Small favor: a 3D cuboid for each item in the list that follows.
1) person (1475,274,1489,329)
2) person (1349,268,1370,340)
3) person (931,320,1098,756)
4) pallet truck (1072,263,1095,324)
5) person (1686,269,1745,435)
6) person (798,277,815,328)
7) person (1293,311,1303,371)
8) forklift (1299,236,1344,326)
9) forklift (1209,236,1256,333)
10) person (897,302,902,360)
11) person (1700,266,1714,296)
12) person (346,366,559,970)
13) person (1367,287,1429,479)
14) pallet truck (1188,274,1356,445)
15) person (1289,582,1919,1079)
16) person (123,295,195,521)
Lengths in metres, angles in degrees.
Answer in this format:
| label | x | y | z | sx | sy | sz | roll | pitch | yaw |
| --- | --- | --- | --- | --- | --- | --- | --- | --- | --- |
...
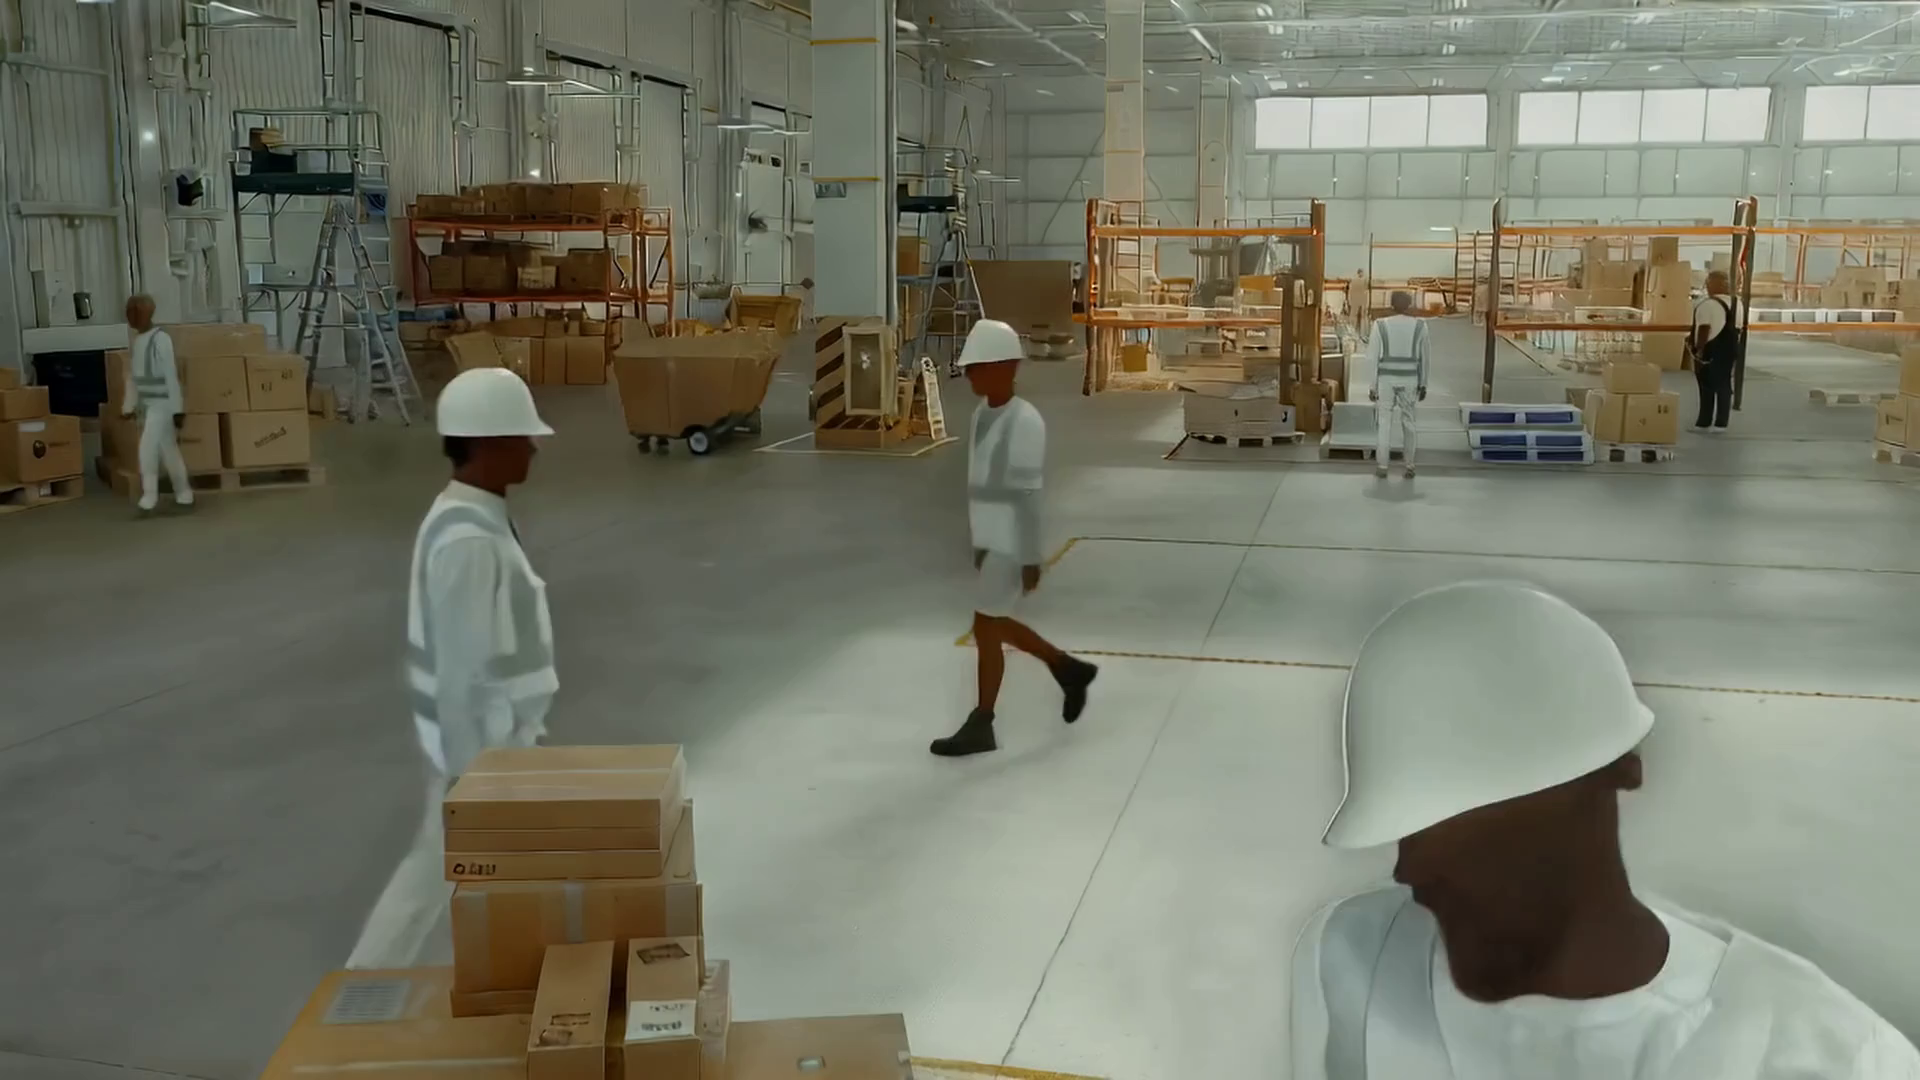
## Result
| label | x | y | z | sx | sy | sz | roll | pitch | yaw |
| --- | --- | --- | --- | --- | --- | --- | --- | --- | --- |
| person | 15.914 | -7.229 | 50.516 | 0.521 | 1.671 | 0.349 | 4 | 10 | 20 |
| person | 10.606 | -6.260 | 44.164 | 0.651 | 1.882 | 0.956 | -3 | 10 | -16 |
| person | 0.257 | -0.014 | 7.349 | 0.789 | 1.916 | 0.551 | -4 | 10 | -22 |
| pallet truck | 4.325 | -8.180 | 55.162 | 0.823 | 1.965 | 1.885 | 6 | 11 | 31 |
| person | 9.256 | -2.314 | 20.495 | 0.673 | 2.000 | 0.536 | -4 | 11 | -25 |
| person | -3.883 | -5.857 | 42.392 | 0.537 | 1.686 | 0.363 | 4 | 11 | 25 |
| person | 6.620 | -4.103 | 31.941 | 0.321 | 1.736 | 0.488 | 6 | 11 | 31 |
| forklift | 10.809 | -7.963 | 51.288 | 1.873 | 2.768 | 1.129 | -4 | 10 | -20 |
| forklift | 7.492 | -7.258 | 47.139 | 1.873 | 2.768 | 1.129 | -9 | 13 | -44 |
| person | -1.089 | -2.668 | 22.930 | 0.591 | 1.921 | 0.384 | -4 | 10 | -21 |
| person | 22.812 | -7.403 | 50.815 | 0.363 | 1.929 | 0.628 | 5 | 11 | 29 |
| person | -1.283 | 0.488 | 4.418 | 0.979 | 1.904 | 0.619 | -3 | 10 | -16 |
| person | 4.318 | -1.540 | 16.401 | 0.585 | 1.882 | 0.337 | 1 | 10 | 8 |
| pallet truck | 3.653 | -2.138 | 19.590 | 1.885 | 1.965 | 0.823 | -4 | 10 | -20 |
| person | 0.563 | 0.976 | 1.545 | 0.624 | 1.893 | 0.451 | 6 | 11 | 31 |
| person | -6.774 | -1.091 | 13.812 | 0.760 | 1.858 | 0.610 | -9 | 13 | -44 |
